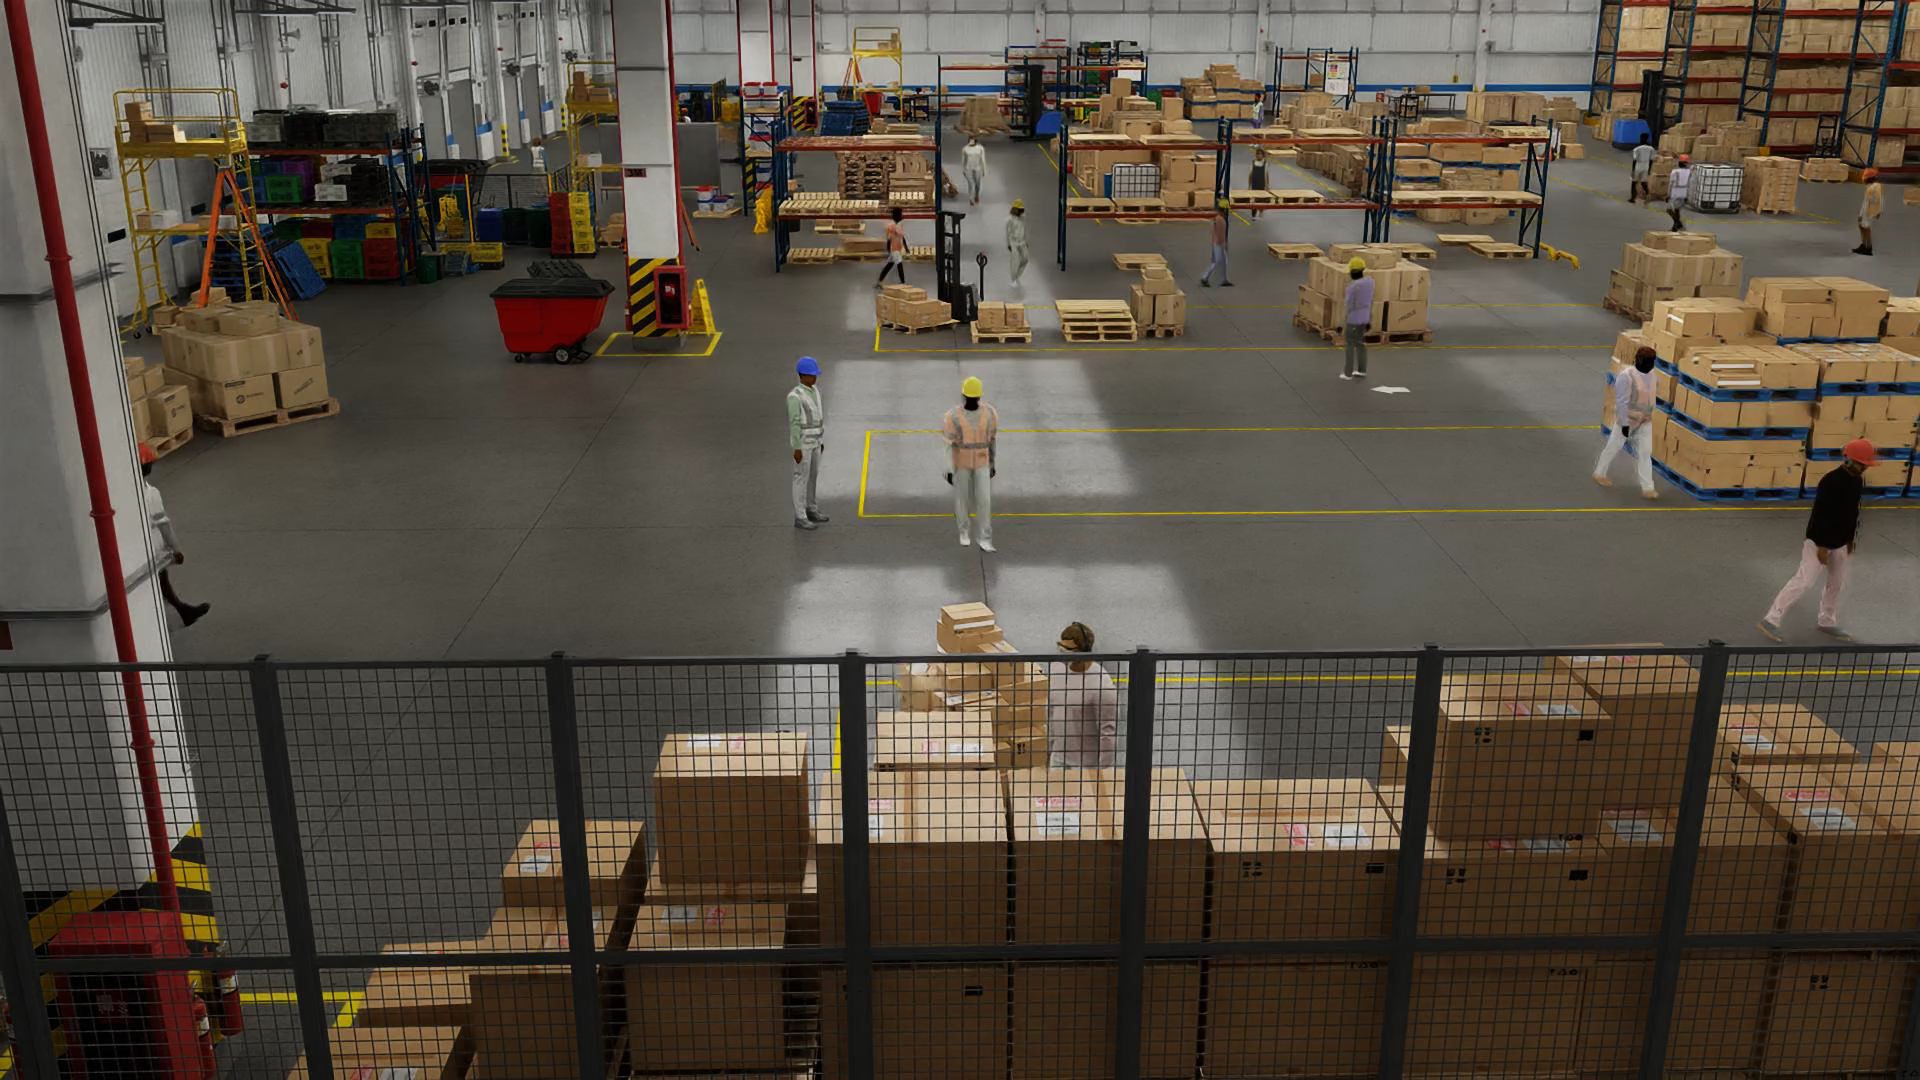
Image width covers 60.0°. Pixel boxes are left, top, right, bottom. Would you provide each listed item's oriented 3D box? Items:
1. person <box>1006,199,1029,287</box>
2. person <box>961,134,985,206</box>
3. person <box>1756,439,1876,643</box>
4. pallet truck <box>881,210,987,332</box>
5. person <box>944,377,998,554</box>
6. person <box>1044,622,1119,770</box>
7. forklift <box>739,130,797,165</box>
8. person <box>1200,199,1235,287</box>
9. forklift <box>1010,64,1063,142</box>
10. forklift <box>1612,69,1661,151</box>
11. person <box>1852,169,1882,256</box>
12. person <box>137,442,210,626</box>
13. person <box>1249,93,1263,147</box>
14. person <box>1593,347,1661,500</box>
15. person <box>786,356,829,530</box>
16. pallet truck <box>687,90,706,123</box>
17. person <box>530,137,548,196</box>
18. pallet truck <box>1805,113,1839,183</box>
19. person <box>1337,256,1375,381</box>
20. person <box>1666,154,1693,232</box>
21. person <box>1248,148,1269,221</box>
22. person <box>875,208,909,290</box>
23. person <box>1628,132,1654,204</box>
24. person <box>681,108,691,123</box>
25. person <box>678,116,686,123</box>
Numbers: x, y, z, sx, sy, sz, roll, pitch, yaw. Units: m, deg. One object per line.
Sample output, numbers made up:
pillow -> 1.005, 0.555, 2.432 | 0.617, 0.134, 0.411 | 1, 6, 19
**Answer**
person -> 1.153, -5.944, 33.268 | 0.521, 1.733, 0.328 | -13, 23, -34
person -> 0.359, -10.053, 45.173 | 0.649, 1.916, 0.446 | 0, 19, 0
person -> 7.926, 0.006, 15.280 | 0.848, 1.961, 0.599 | -10, 21, -28
pallet truck -> -0.493, -4.759, 29.349 | 1.885, 1.965, 0.823 | -13, 23, -34
person -> 0.148, -0.788, 17.731 | 0.604, 1.893, 0.867 | -4, 19, -13
person -> 0.783, 1.448, 11.027 | 0.379, 1.940, 0.629 | -13, 22, -33
forklift -> -6.391, -13.889, 55.073 | 1.873, 2.768, 1.129 | -1, 19, -1
person -> 5.157, -5.908, 33.145 | 0.639, 1.747, 0.538 | 5, 19, 15
forklift -> 2.918, -16.563, 63.005 | 1.873, 2.768, 1.129 | -3, 19, -7
forklift -> 24.567, -15.373, 59.477 | 1.873, 2.768, 1.129 | 0, 19, 1
person -> 20.191, -7.298, 37.052 | 0.612, 1.891, 0.636 | -15, 24, -37
person -> -7.406, 0.008, 15.368 | 0.564, 1.888, 0.963 | 11, 22, 30
person -> 10.934, -15.441, 61.162 | 0.392, 1.919, 0.591 | -7, 20, -19
person -> 7.996, -1.422, 19.778 | 0.621, 1.799, 0.976 | -7, 20, -19
person -> -1.695, -1.094, 18.552 | 0.393, 1.946, 0.617 | 7, 20, 21
pallet truck -> -9.671, -15.907, 62.421 | 0.823, 1.965, 1.885 | 5, 19, 15
person -> -11.937, -10.582, 47.174 | 0.514, 1.642, 0.310 | 8, 20, 22
pallet truck -> 26.403, -11.957, 50.702 | 0.823, 1.965, 1.885 | 6, 19, 16
person -> 6.055, -3.388, 25.404 | 0.597, 1.924, 0.376 | -14, 23, -35
person -> 17.295, -8.295, 39.964 | 0.560, 1.918, 0.558 | -3, 19, -9
person -> 7.601, -9.062, 42.368 | 0.513, 1.829, 0.483 | 6, 20, 17
person -> -1.320, -5.722, 32.741 | 0.862, 1.653, 0.533 | 5, 19, 14
person -> 18.616, -10.129, 45.371 | 0.605, 1.943, 0.750 | -3, 19, -8
person -> -9.016, -13.266, 54.765 | 0.352, 1.883, 0.574 | 1, 19, 4
person -> -8.416, -12.001, 50.926 | 0.362, 1.936, 0.631 | -5, 19, -13
